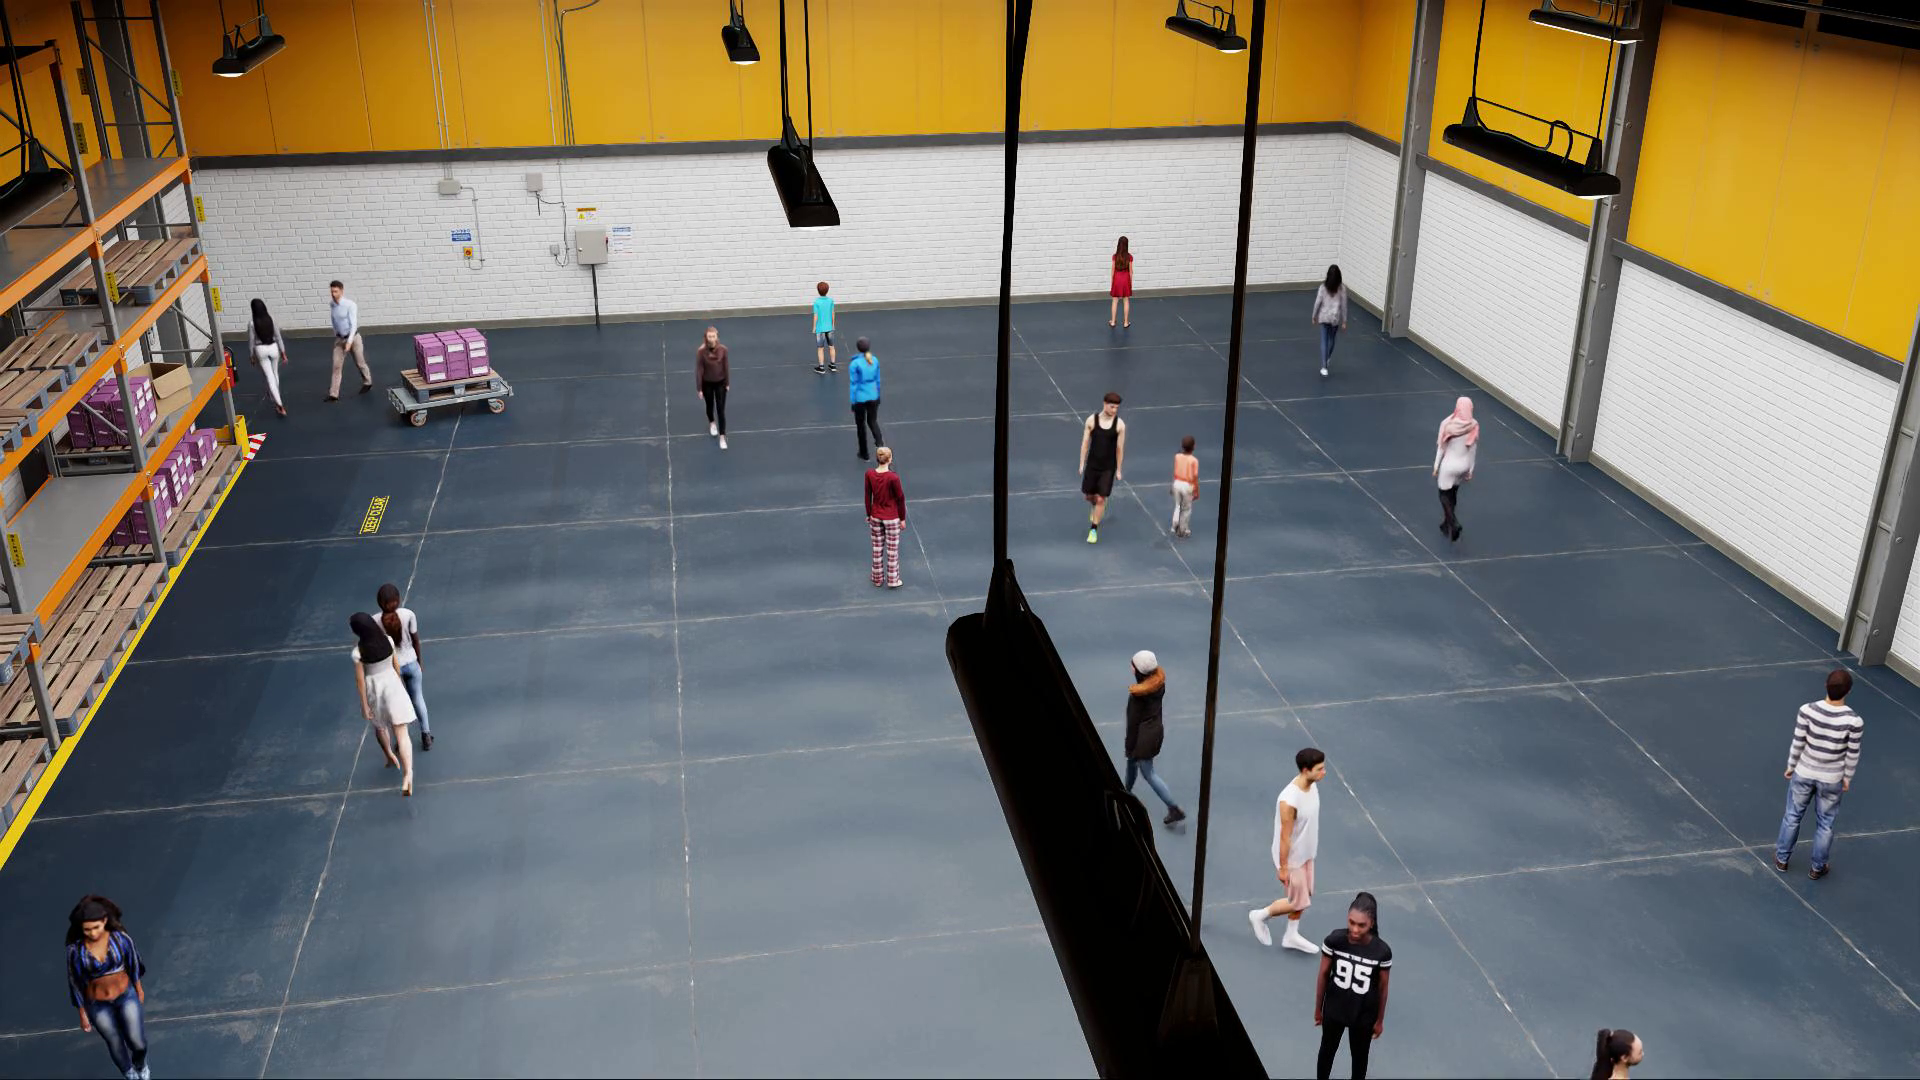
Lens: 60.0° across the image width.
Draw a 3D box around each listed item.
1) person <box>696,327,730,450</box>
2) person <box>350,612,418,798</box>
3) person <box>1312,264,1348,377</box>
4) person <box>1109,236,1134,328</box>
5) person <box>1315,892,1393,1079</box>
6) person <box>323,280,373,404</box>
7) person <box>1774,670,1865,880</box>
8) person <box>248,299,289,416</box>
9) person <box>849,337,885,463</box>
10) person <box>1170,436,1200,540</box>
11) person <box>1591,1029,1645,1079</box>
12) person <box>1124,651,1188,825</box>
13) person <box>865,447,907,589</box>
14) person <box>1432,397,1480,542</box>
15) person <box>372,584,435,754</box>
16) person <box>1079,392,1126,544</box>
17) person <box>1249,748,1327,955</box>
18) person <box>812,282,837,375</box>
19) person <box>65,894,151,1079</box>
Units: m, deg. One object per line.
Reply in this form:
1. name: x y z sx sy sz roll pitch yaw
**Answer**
1. person: -3.438 -2.154 23.130 0.698 1.657 1.133 -6 24 -14
2. person: -5.063 1.478 14.745 0.923 1.718 1.269 -13 27 -28
3. person: 5.765 -3.393 25.935 0.846 1.681 1.222 1 24 2
4. person: 2.768 -4.430 28.471 0.643 1.550 0.697 4 24 10
5. person: 2.584 3.108 11.003 0.698 1.728 0.714 8 25 18
6. person: -9.076 -2.967 24.829 0.965 1.787 1.312 6 24 13
7. person: 7.022 1.906 13.597 0.715 1.854 0.769 15 28 31
8. person: -10.049 -2.634 24.211 1.018 1.672 1.237 -19 30 -36
9. person: -1.216 -1.837 22.247 0.797 1.785 1.002 -12 26 -26
10. person: 2.667 -0.613 20.045 0.619 1.304 0.680 17 29 33
11. person: 3.734 3.630 9.922 0.864 1.638 1.046 5 24 11
12. person: 1.658 1.728 14.320 1.080 1.602 1.066 13 27 27
13. person: -0.847 -0.273 18.776 0.695 1.699 0.691 9 25 20
14. person: 5.937 -0.819 19.919 0.685 1.783 1.023 -1 24 -3
15. person: -5.185 1.191 15.400 0.646 1.719 0.631 -13 27 -28
16. person: 1.721 -0.912 20.035 0.918 1.861 1.063 7 24 15
17. person: 2.488 2.356 12.666 0.952 1.775 0.893 16 28 32
18. person: -2.135 -3.355 26.138 0.587 1.449 0.585 -15 28 -30
19. person: -5.726 3.077 11.222 0.696 1.610 0.702 -12 26 -25
